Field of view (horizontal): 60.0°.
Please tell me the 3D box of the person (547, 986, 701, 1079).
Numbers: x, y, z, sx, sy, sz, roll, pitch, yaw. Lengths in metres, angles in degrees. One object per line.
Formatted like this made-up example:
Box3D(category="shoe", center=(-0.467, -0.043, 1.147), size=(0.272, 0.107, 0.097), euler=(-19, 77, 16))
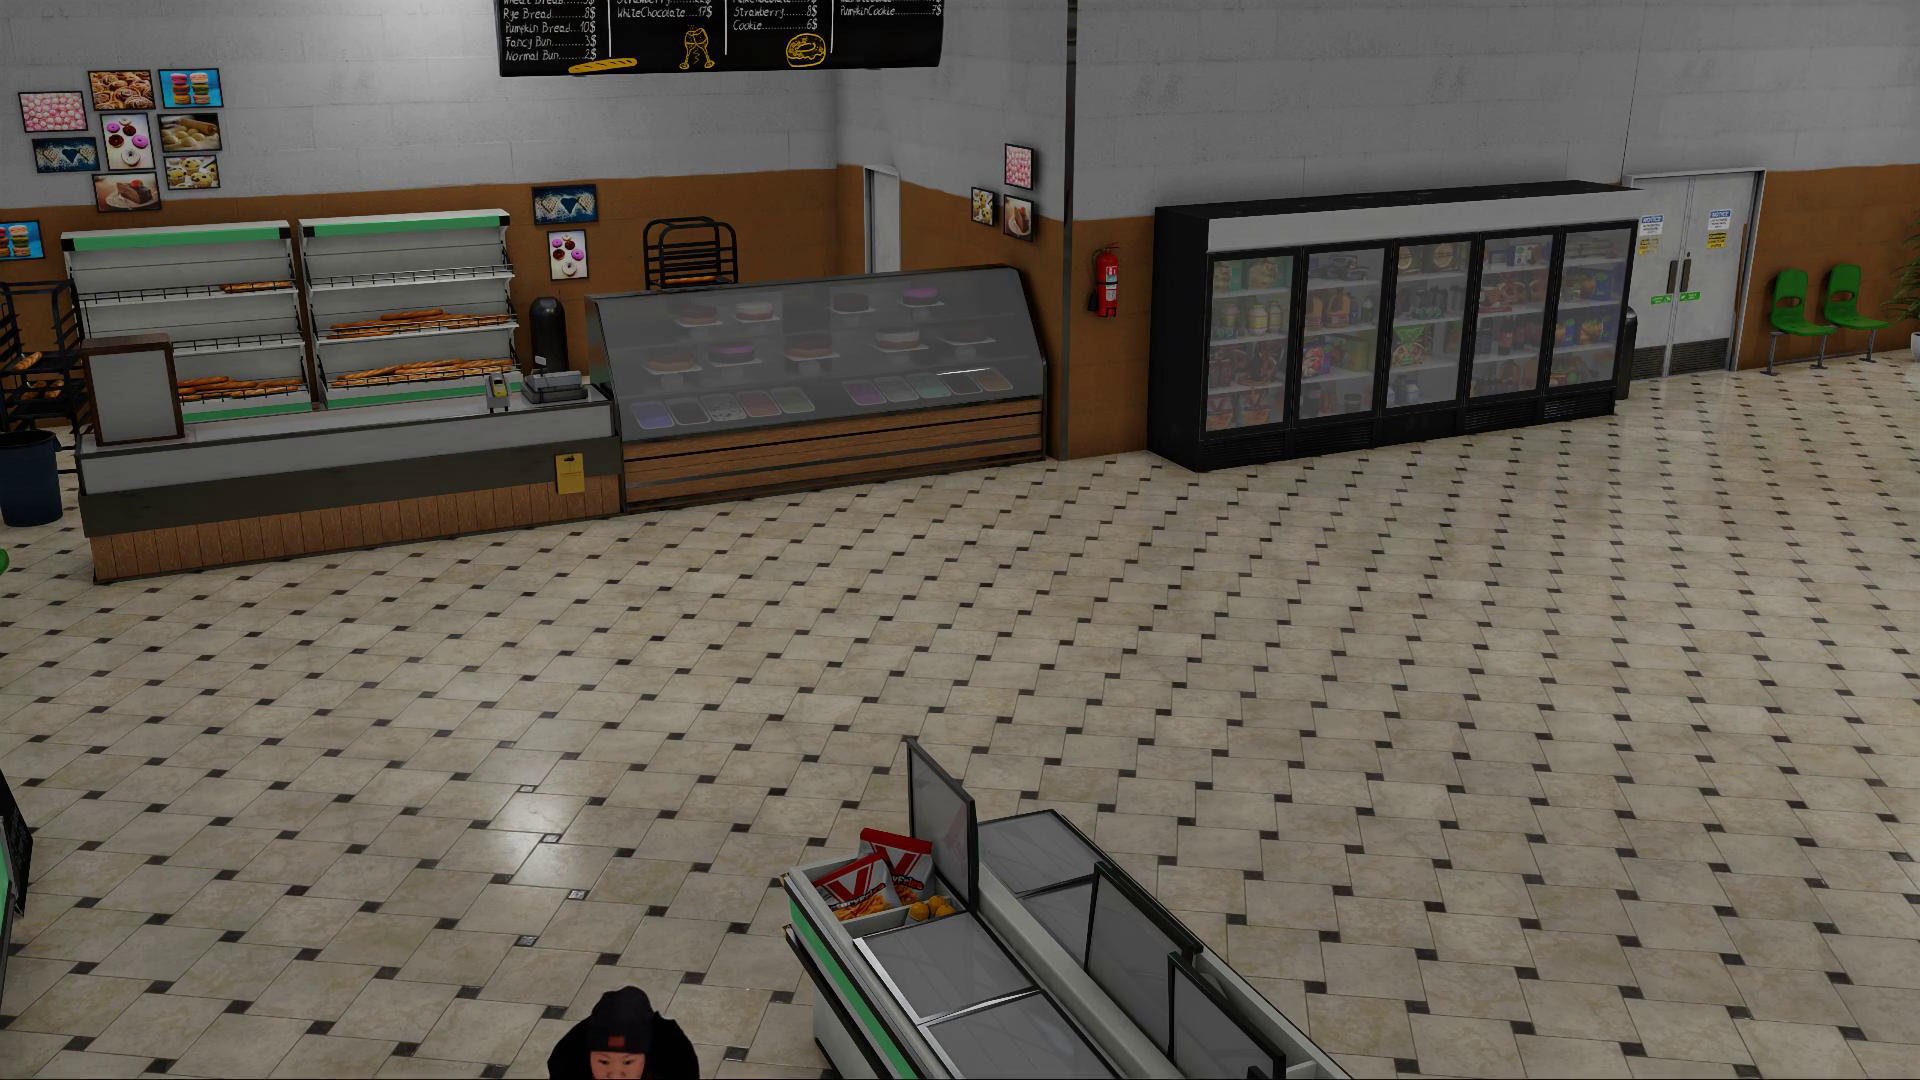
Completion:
Box3D(category="person", center=(-0.950, 2.011, 4.795), size=(0.706, 1.672, 0.686), euler=(-13, 22, -33))
